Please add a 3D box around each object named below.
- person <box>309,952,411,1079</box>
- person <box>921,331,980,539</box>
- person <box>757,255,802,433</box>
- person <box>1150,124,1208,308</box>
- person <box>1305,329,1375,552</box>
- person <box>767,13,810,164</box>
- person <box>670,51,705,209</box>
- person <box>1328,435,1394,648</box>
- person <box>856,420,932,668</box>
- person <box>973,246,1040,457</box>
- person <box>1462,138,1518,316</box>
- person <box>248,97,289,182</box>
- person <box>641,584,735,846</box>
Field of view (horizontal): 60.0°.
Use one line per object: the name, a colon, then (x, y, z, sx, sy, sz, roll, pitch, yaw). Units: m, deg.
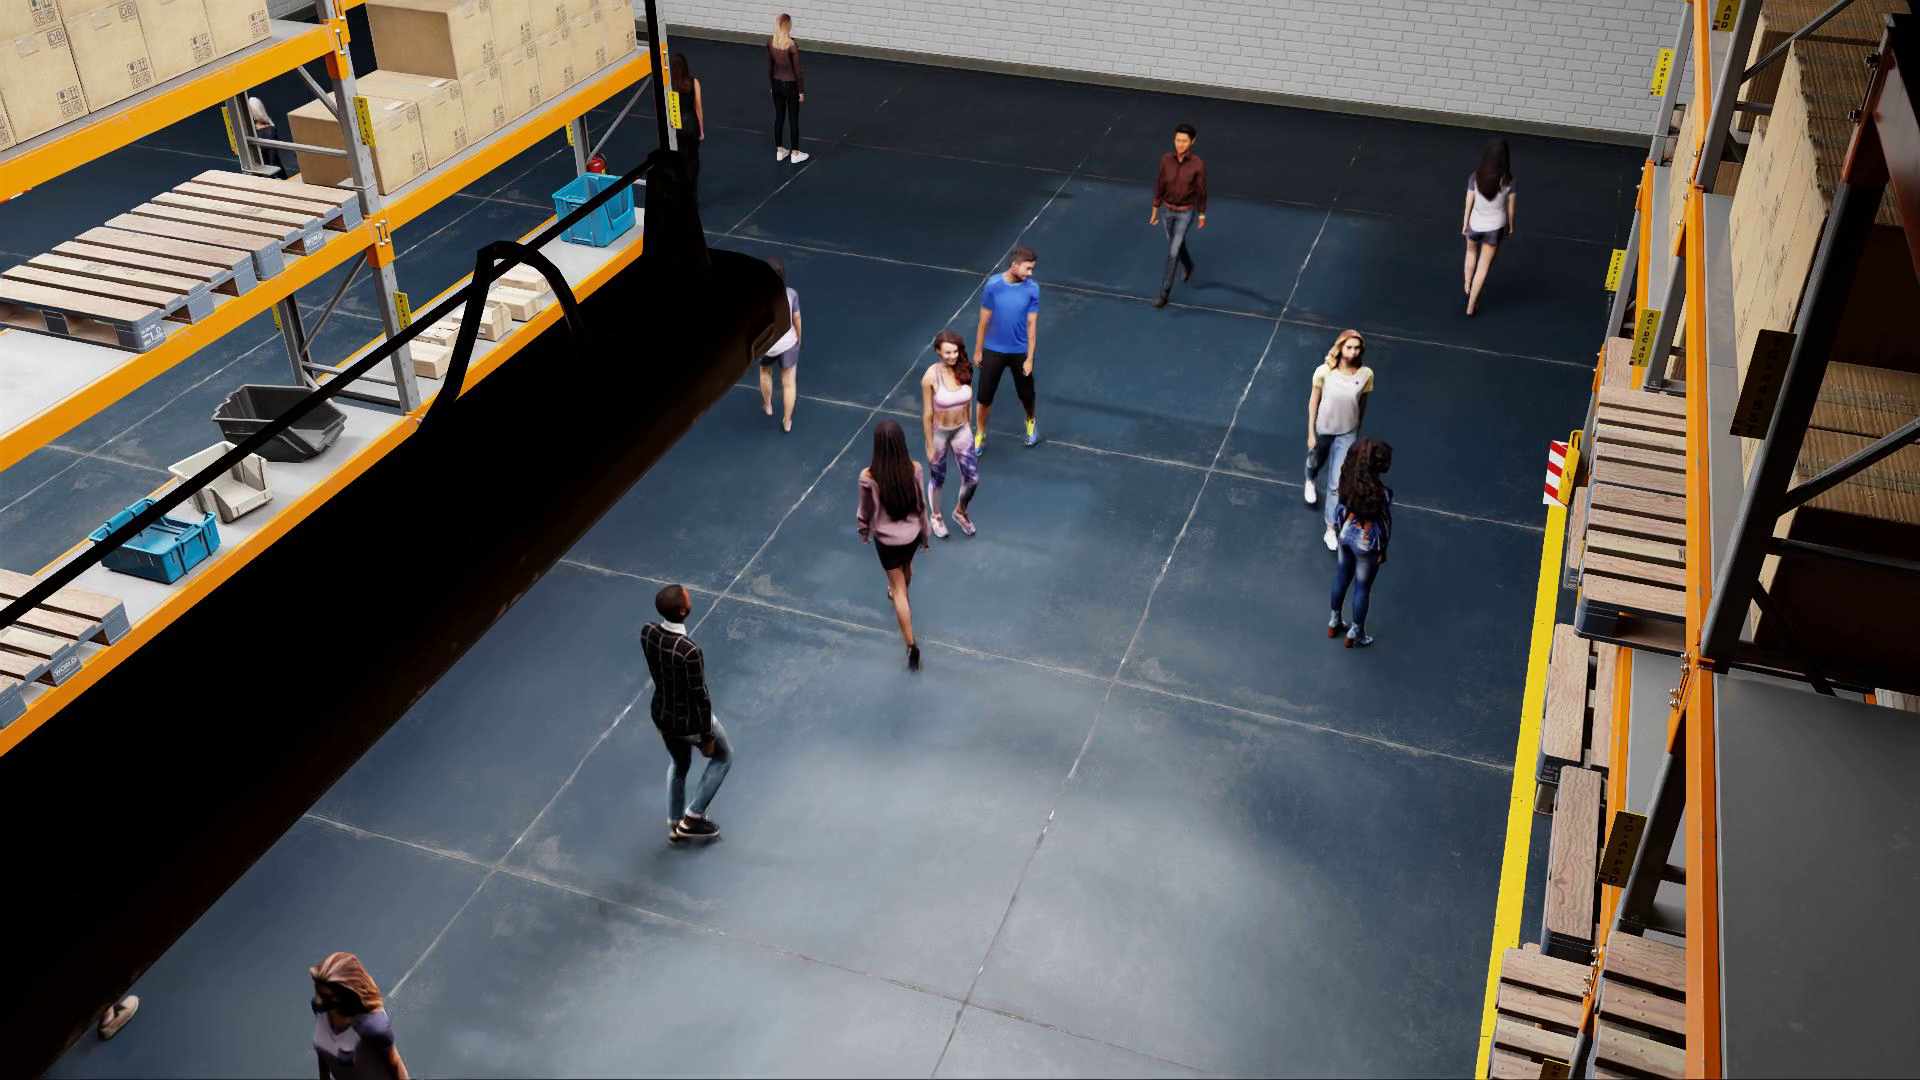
person: (-2.650, 2.463, 7.700, 0.818, 1.693, 1.149, 23, 40, 30)
person: (-0.127, -0.819, 12.583, 0.751, 1.754, 0.811, -13, 36, -19)
person: (-1.525, -1.626, 13.985, 0.740, 1.545, 0.847, -3, 34, -4)
person: (2.156, -3.200, 16.175, 0.821, 1.742, 1.234, 18, 38, 25)
person: (2.820, -0.855, 12.704, 0.889, 1.679, 1.269, 1, 34, 1)
person: (-2.025, -5.238, 19.277, 0.645, 1.703, 0.564, 18, 38, 26)
person: (-2.979, -4.432, 18.099, 0.916, 1.665, 0.989, -13, 36, -18)
person: (2.758, 0.014, 11.448, 0.732, 1.622, 0.694, -19, 38, -26)
person: (-0.407, 0.082, 11.218, 1.025, 1.764, 1.176, -7, 34, -11)
person: (0.429, -1.563, 13.635, 0.812, 1.829, 0.863, 11, 35, 17)
person: (4.990, -2.951, 15.857, 0.677, 1.681, 0.909, 16, 37, 23)
person: (-6.908, -3.629, 16.834, 0.717, 1.728, 0.959, 18, 38, 25)
person: (-1.679, 1.087, 9.671, 0.789, 1.804, 0.776, 25, 41, 32)
